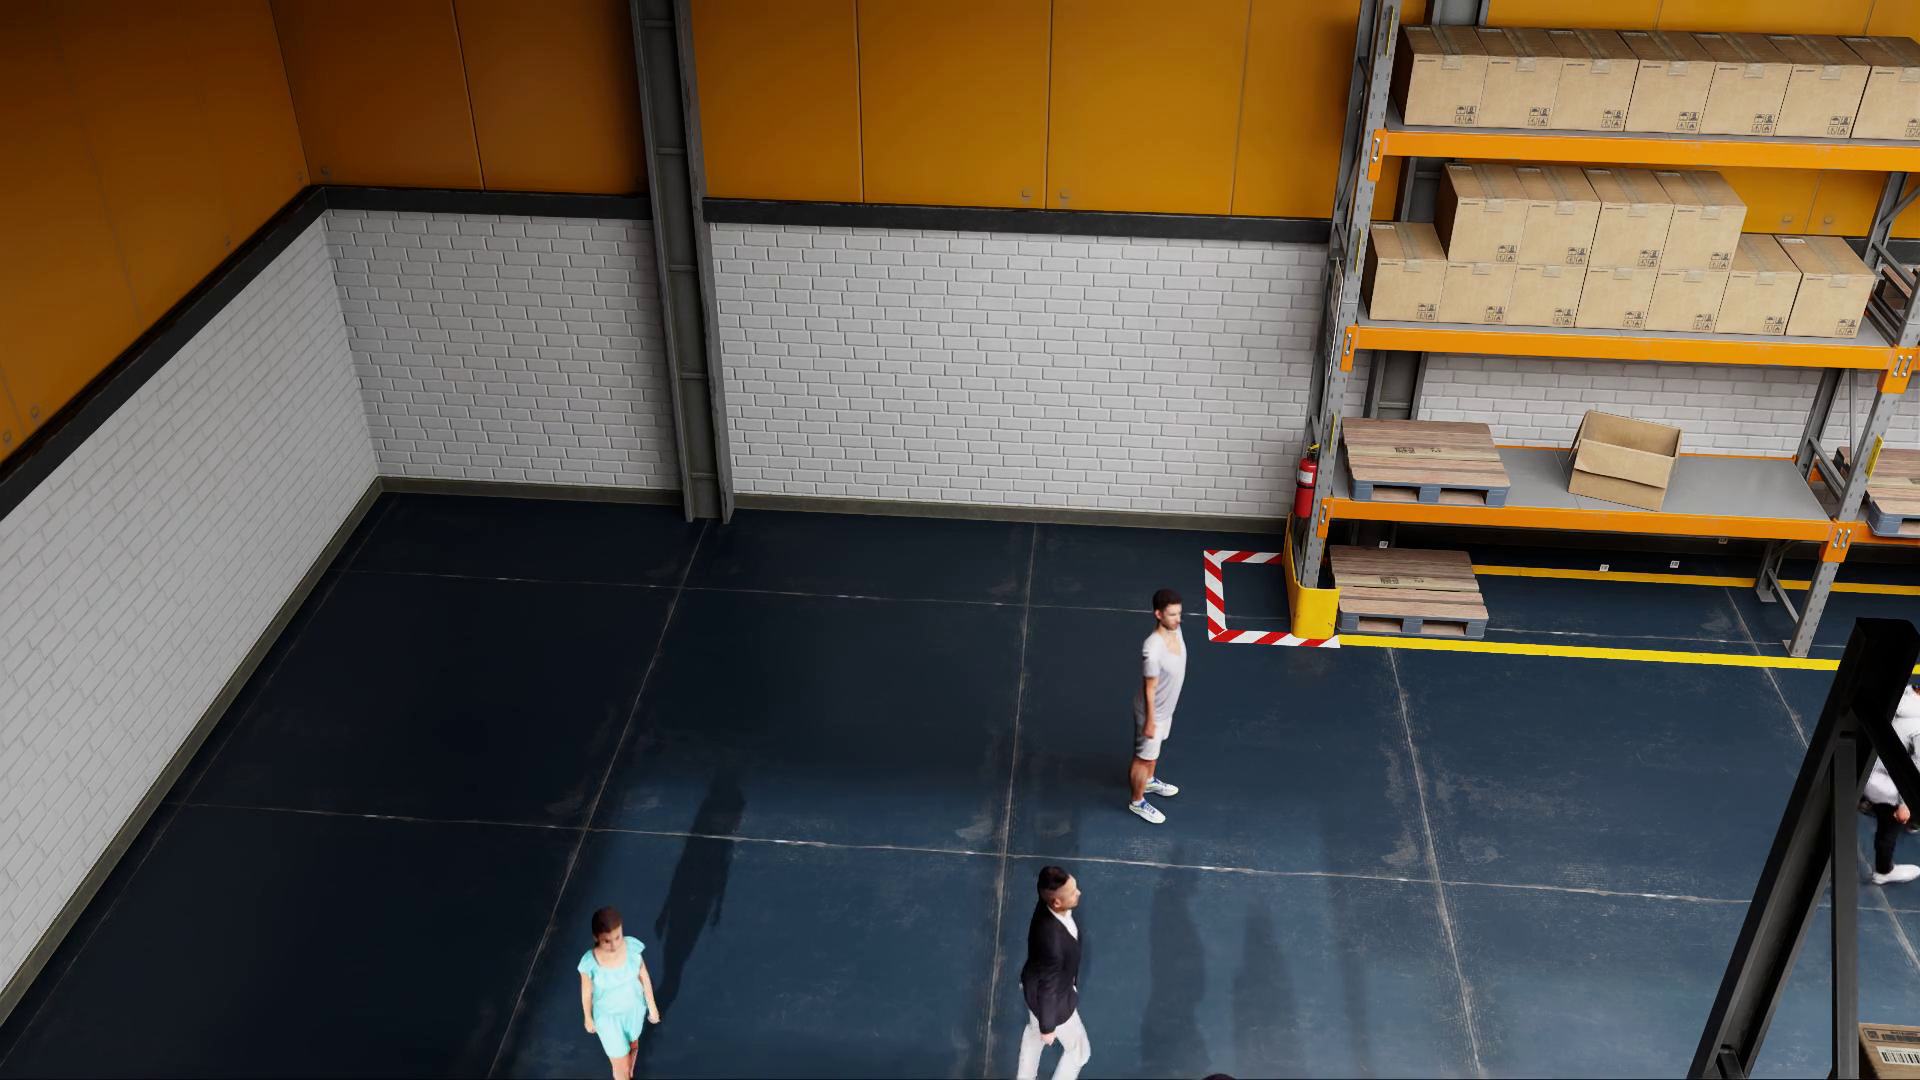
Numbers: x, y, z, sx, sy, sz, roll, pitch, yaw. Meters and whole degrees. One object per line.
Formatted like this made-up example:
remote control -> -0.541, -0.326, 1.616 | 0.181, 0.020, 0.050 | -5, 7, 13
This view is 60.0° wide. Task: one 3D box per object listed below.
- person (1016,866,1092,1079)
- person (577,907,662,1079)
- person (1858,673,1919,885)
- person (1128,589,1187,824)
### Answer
person -> 0.420, 2.536, 9.425 | 0.724, 1.942, 0.728 | 2, 34, 3
person -> -1.993, 2.657, 9.597 | 0.685, 1.551, 0.748 | -20, 38, -27
person -> 5.959, 1.597, 10.896 | 1.189, 1.877, 0.943 | -8, 34, -12
person -> 1.367, 1.123, 11.631 | 0.711, 1.854, 0.750 | 15, 36, 21
